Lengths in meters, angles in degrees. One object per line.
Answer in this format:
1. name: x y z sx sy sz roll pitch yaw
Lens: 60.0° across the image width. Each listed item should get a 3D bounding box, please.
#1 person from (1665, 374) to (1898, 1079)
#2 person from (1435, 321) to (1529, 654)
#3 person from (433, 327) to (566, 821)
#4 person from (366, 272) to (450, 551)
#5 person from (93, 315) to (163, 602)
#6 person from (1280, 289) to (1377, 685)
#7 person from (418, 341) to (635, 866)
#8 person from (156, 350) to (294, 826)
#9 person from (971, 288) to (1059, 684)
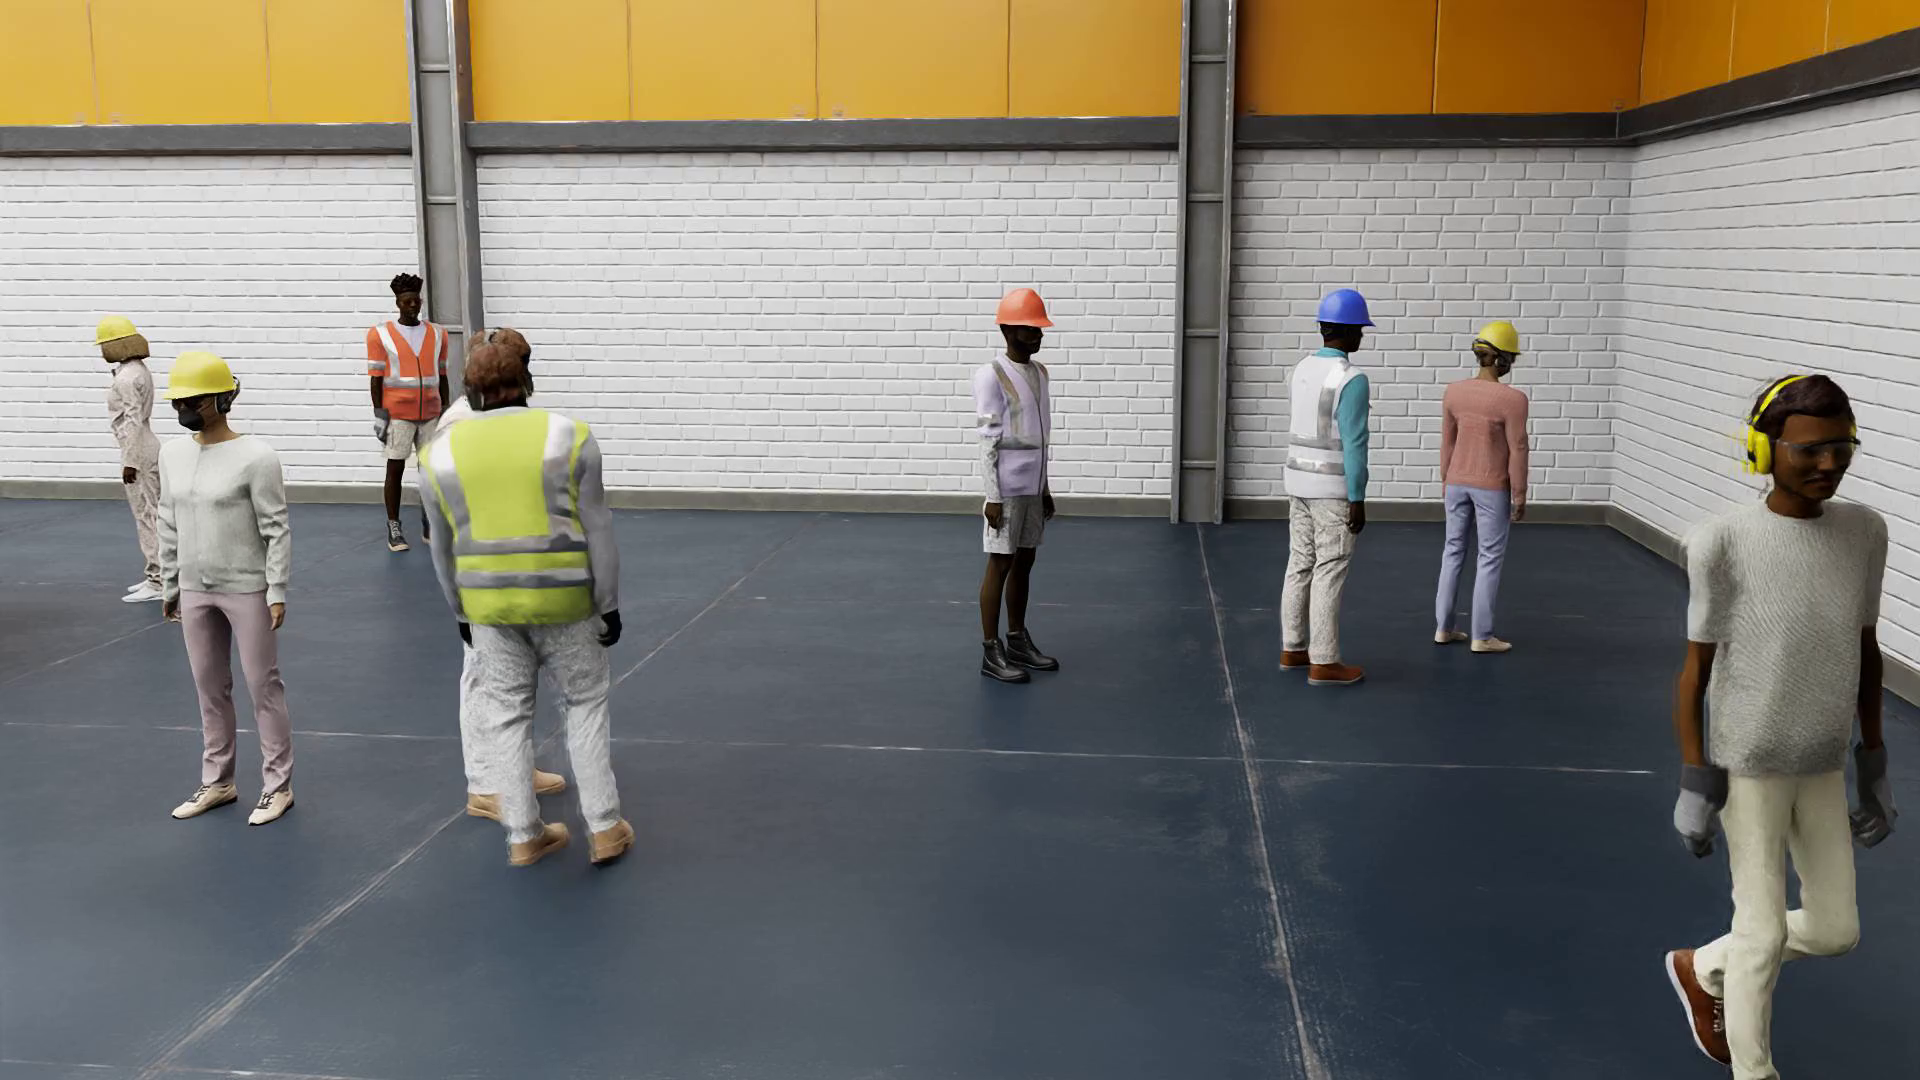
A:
1. person: 1.915 0.527 3.921 0.542 1.854 0.621 -2 10 -11
2. person: 2.775 -0.274 8.805 0.336 1.757 0.532 -7 12 -37
3. person: -1.717 0.120 6.293 0.429 1.841 0.634 1 10 6
4. person: -3.902 -0.915 11.862 0.608 1.966 0.374 -8 13 -40
5. person: -5.026 -0.492 10.109 0.332 1.733 0.488 -3 10 -16
6. person: 1.824 -0.258 8.197 0.417 1.939 0.601 -4 11 -20
7. person: -1.480 0.238 5.697 0.649 1.826 0.462 0 10 -1
8. person: -2.727 0.185 6.141 0.533 1.767 0.327 3 10 15
9. person: 0.297 -0.271 8.260 0.357 1.938 0.542 7 12 34
